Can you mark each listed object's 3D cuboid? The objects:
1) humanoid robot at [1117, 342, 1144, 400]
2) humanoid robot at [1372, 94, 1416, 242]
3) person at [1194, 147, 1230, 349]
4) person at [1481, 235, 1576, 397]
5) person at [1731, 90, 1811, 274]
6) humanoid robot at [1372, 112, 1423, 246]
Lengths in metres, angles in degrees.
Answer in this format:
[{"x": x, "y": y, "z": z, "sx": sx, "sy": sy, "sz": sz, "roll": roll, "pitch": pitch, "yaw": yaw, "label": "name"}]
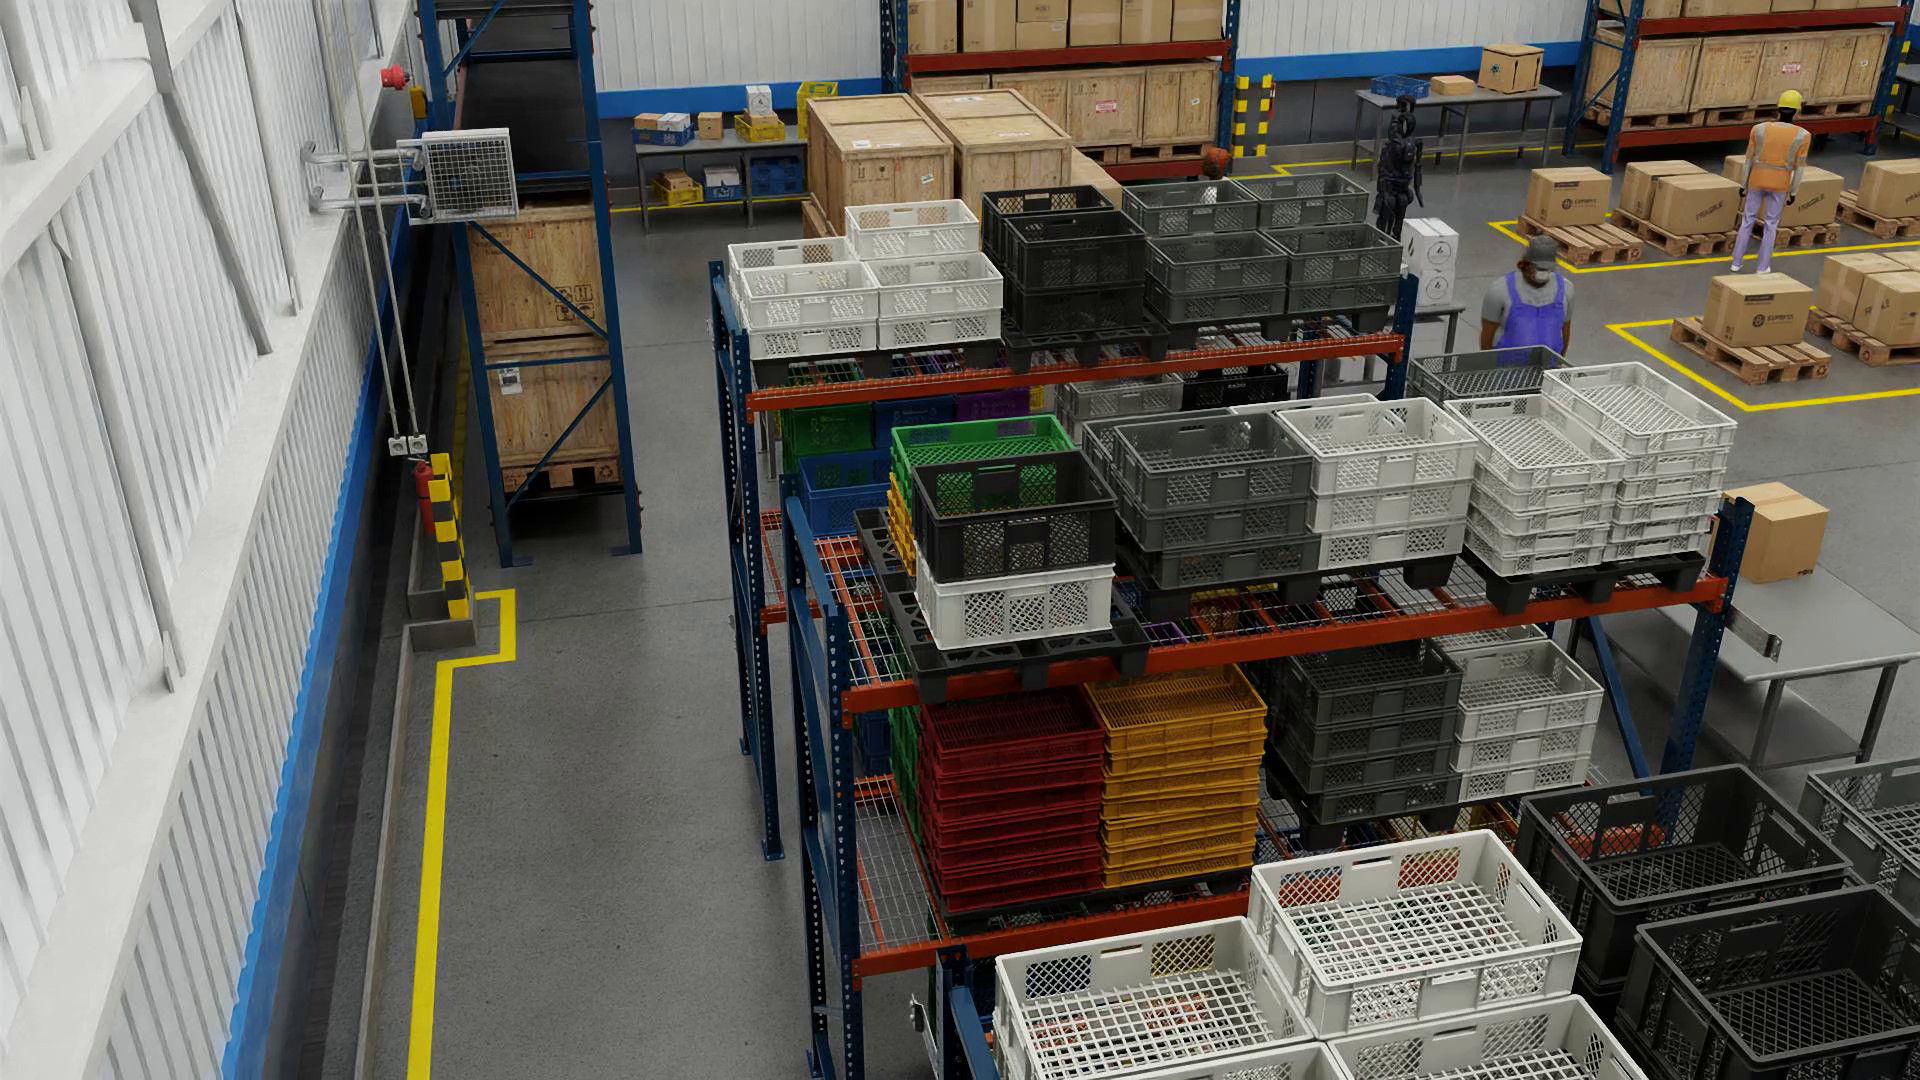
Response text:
[{"x": 1.319, "y": -1.087, "z": 12.583, "sx": 0.326, "sy": 1.657, "sz": 0.596, "roll": -5, "pitch": 28, "yaw": -10, "label": "humanoid robot"}, {"x": 4.784, "y": -4.045, "z": 18.202, "sx": 0.317, "sy": 1.654, "sz": 0.579, "roll": 22, "pitch": 35, "yaw": 35, "label": "humanoid robot"}, {"x": 2.324, "y": -2.712, "z": 15.460, "sx": 0.356, "sy": 1.884, "sz": 0.573, "roll": 9, "pitch": 29, "yaw": 17, "label": "person"}, {"x": 4.322, "y": -1.360, "z": 12.728, "sx": 0.678, "sy": 2.000, "sz": 0.535, "roll": 0, "pitch": 28, "yaw": 0, "label": "person"}, {"x": 8.435, "y": -3.711, "z": 17.325, "sx": 0.579, "sy": 1.919, "sz": 0.394, "roll": 14, "pitch": 31, "yaw": 25, "label": "person"}, {"x": 4.589, "y": -3.648, "z": 17.442, "sx": 0.586, "sy": 1.657, "sz": 0.327, "roll": -13, "pitch": 30, "yaw": -23, "label": "humanoid robot"}]
